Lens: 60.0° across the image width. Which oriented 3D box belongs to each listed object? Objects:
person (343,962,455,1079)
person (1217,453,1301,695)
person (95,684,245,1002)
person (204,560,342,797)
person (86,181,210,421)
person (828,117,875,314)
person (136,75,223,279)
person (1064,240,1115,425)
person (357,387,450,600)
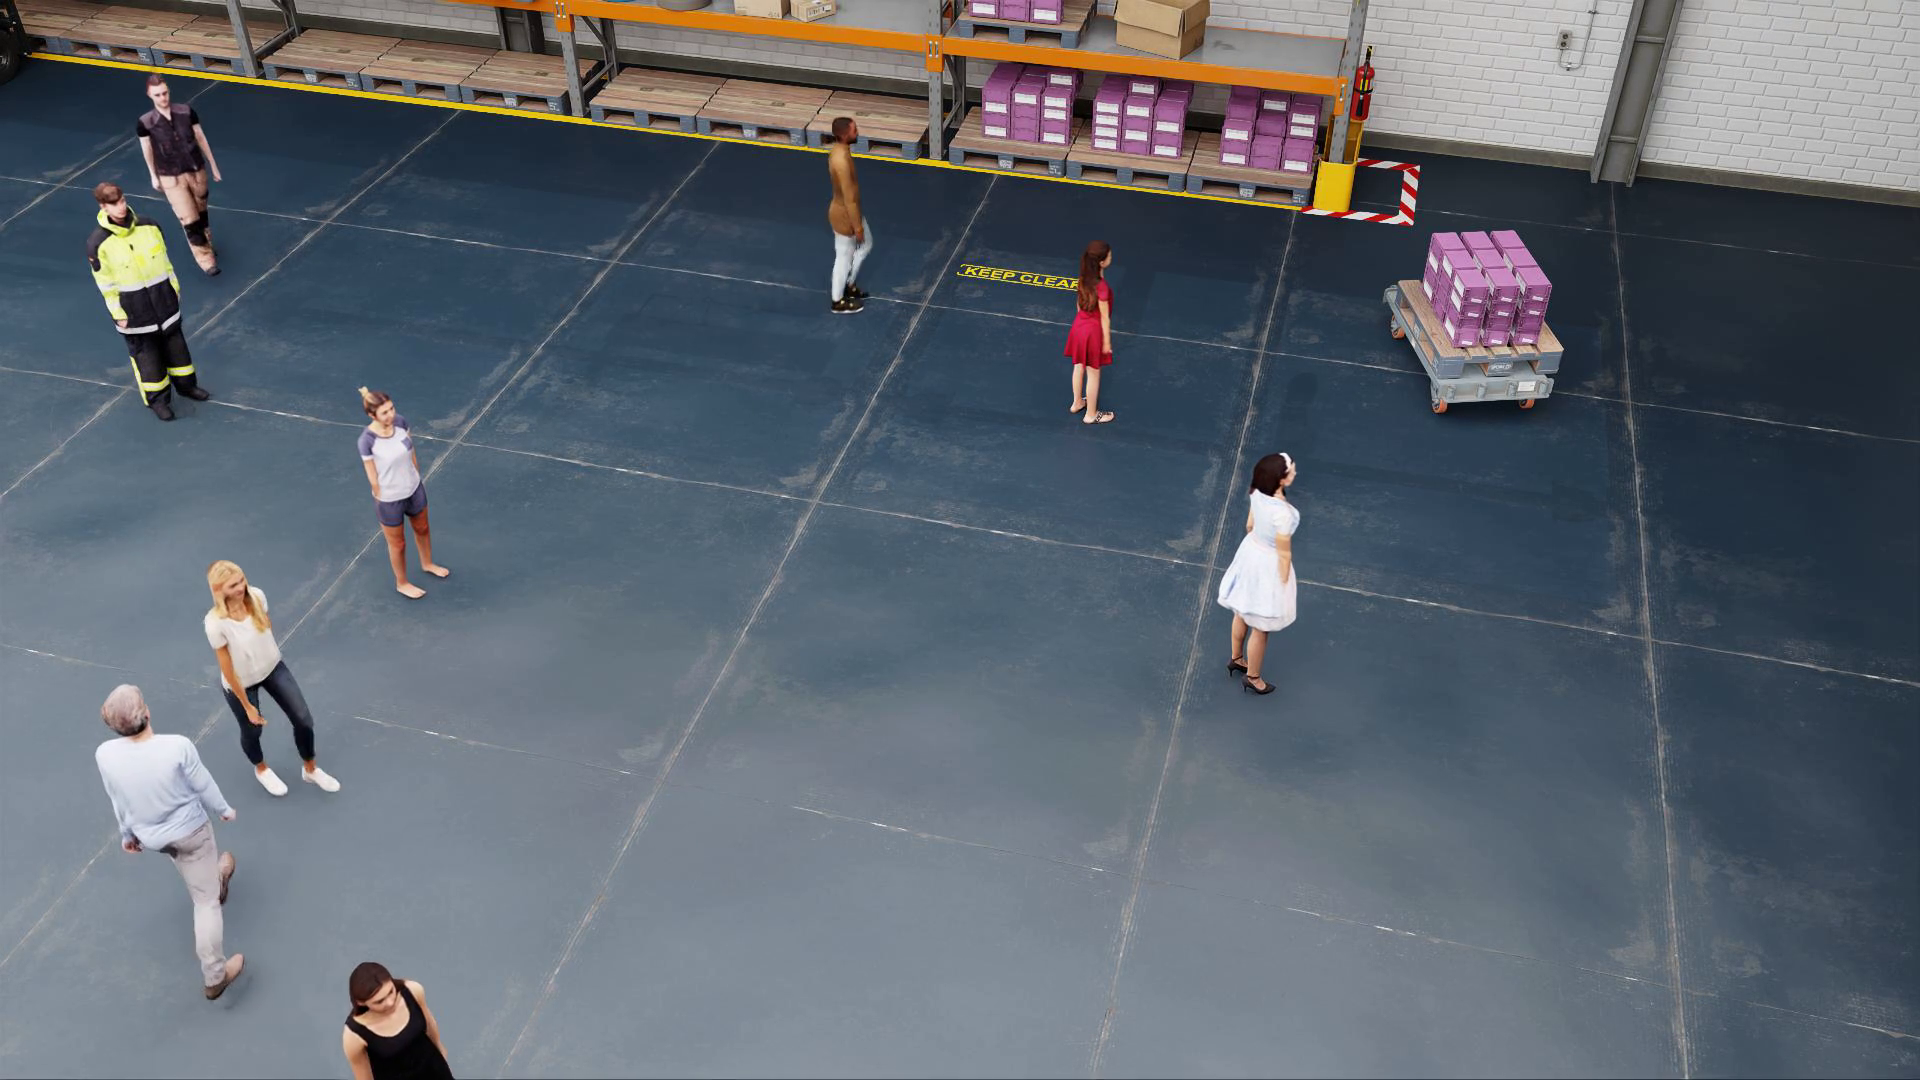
[{"bbox_3d":[-2.630,2.474,7.766,1.019,1.666,0.858,29,47,31],"label":"person"},{"bbox_3d":[1.907,0.213,10.476,0.898,1.818,0.850,-12,40,-15],"label":"person"},{"bbox_3d":[-4.127,1.612,8.710,1.270,1.835,1.037,-3,39,-3],"label":"person"},{"bbox_3d":[-4.208,0.800,9.762,0.859,1.791,0.722,24,45,27],"label":"person"},{"bbox_3d":[-6.374,-1.898,12.990,0.788,1.980,0.854,24,44,27],"label":"person"},{"bbox_3d":[-1.061,-2.739,14.182,0.722,1.806,0.711,-1,39,-2],"label":"person"},{"bbox_3d":[-6.992,-3.310,14.902,1.064,1.799,1.222,-29,47,-31],"label":"person"},{"bbox_3d":[1.026,-1.635,13.003,0.747,1.553,0.687,-19,42,-22],"label":"person"},{"bbox_3d":[-3.830,-0.327,11.309,0.597,1.621,0.616,22,44,25],"label":"person"}]
